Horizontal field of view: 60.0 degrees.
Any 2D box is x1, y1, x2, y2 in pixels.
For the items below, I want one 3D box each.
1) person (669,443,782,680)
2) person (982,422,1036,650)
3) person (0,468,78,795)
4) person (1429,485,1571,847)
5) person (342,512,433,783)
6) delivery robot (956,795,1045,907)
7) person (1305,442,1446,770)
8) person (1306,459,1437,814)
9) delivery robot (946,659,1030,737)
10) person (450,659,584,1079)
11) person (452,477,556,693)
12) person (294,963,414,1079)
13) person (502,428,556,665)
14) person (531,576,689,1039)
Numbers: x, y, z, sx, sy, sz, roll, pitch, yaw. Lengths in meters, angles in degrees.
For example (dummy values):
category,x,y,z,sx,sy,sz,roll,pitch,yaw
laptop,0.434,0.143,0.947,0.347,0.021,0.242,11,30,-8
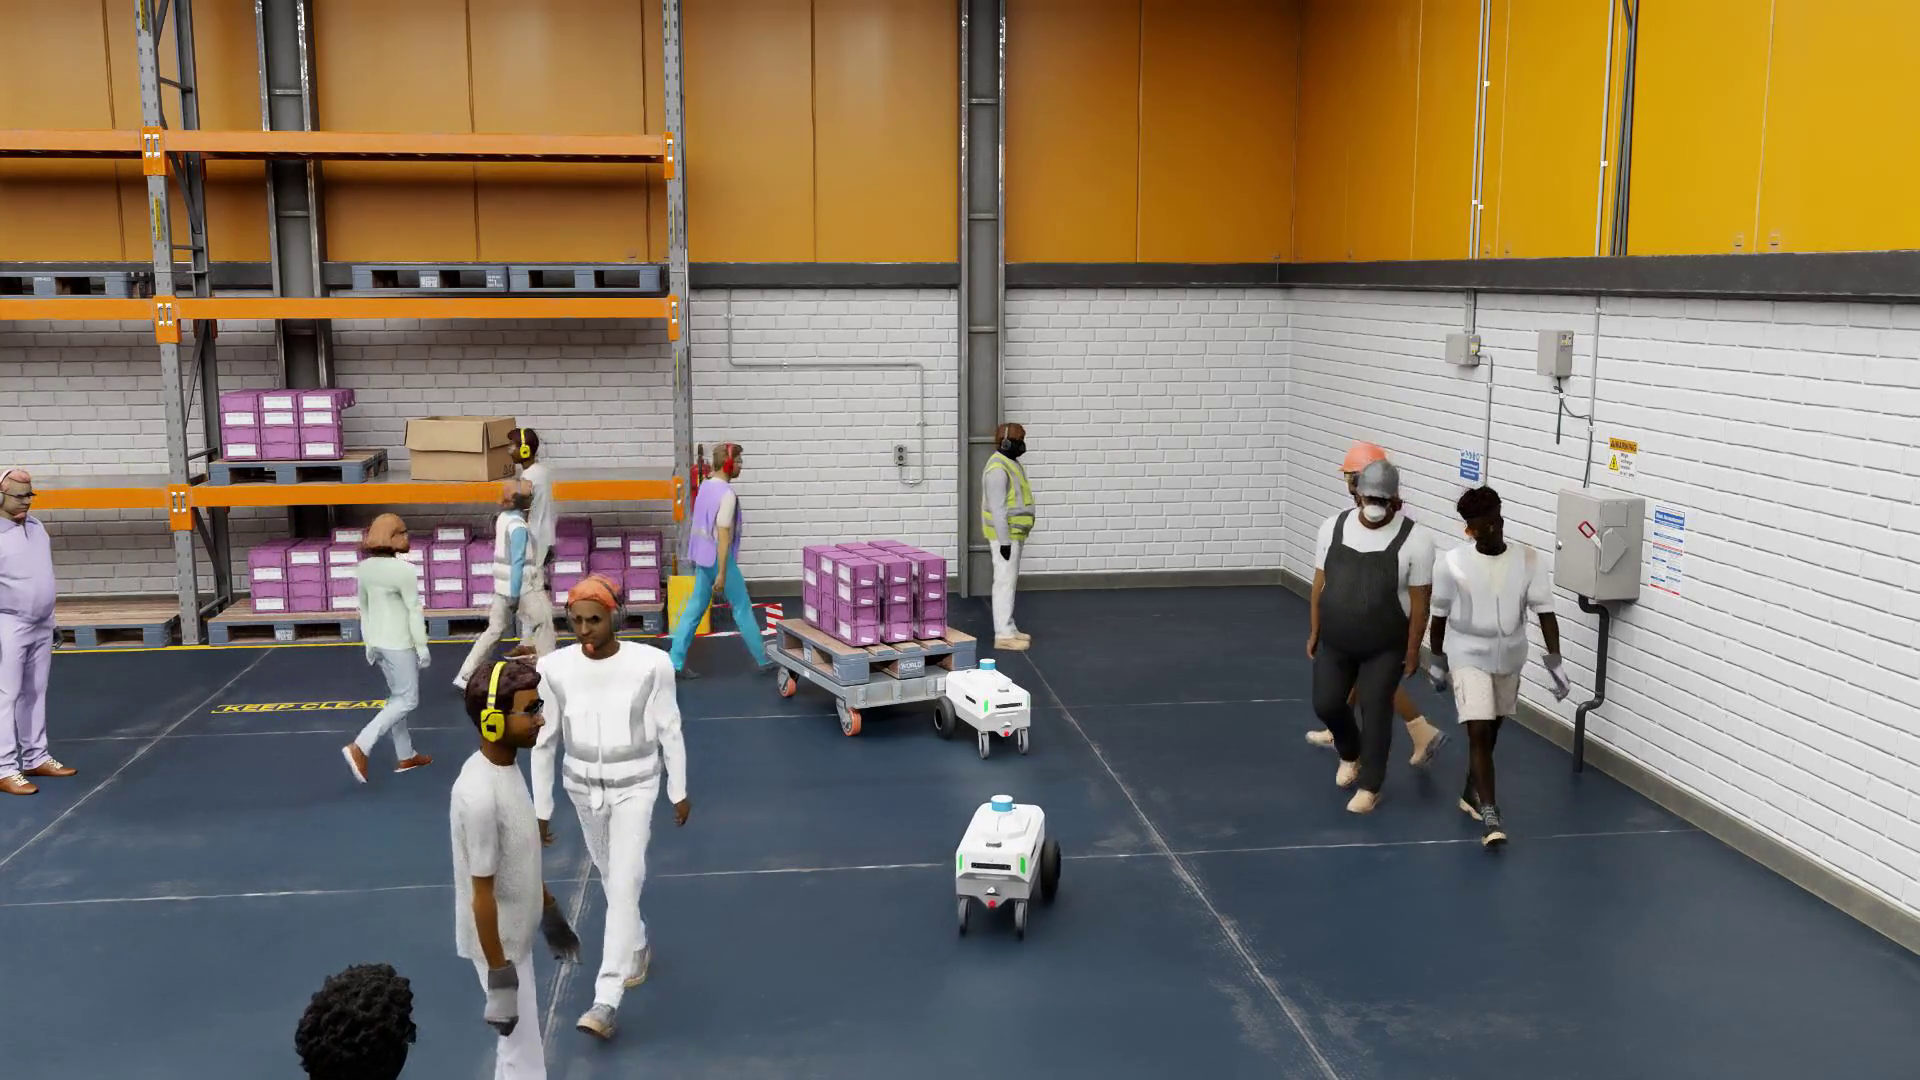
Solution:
category,x,y,z,sx,sy,sz,roll,pitch,yaw
person,-1.781,0.163,12.427,1.028,1.779,0.589,-6,11,-32
person,0.396,-0.036,13.482,0.429,1.841,0.627,2,9,12
person,-5.525,0.524,9.788,0.407,1.902,0.639,1,9,6
person,2.853,0.663,8.874,0.636,1.899,0.965,0,9,-3
person,-3.436,0.643,9.929,0.509,1.611,0.627,7,11,36
delivery robot,0.198,1.454,7.877,0.477,0.478,0.707,2,9,9
person,2.595,0.399,10.265,0.613,2.003,0.967,-9,13,-44
person,2.287,0.522,9.362,0.697,2.000,0.556,6,11,33
delivery robot,0.176,1.007,10.664,0.477,0.478,0.707,-3,10,-21
person,-1.369,1.282,5.195,0.376,1.866,0.526,-1,9,-9
person,-3.218,0.340,11.882,0.873,1.596,0.506,-6,11,-32
person,-1.147,1.662,3.312,0.535,1.699,0.318,2,9,13
person,-3.379,0.060,12.807,0.548,1.857,0.579,0,9,-1
person,-1.442,1.047,6.753,0.589,1.822,1.021,1,9,5
